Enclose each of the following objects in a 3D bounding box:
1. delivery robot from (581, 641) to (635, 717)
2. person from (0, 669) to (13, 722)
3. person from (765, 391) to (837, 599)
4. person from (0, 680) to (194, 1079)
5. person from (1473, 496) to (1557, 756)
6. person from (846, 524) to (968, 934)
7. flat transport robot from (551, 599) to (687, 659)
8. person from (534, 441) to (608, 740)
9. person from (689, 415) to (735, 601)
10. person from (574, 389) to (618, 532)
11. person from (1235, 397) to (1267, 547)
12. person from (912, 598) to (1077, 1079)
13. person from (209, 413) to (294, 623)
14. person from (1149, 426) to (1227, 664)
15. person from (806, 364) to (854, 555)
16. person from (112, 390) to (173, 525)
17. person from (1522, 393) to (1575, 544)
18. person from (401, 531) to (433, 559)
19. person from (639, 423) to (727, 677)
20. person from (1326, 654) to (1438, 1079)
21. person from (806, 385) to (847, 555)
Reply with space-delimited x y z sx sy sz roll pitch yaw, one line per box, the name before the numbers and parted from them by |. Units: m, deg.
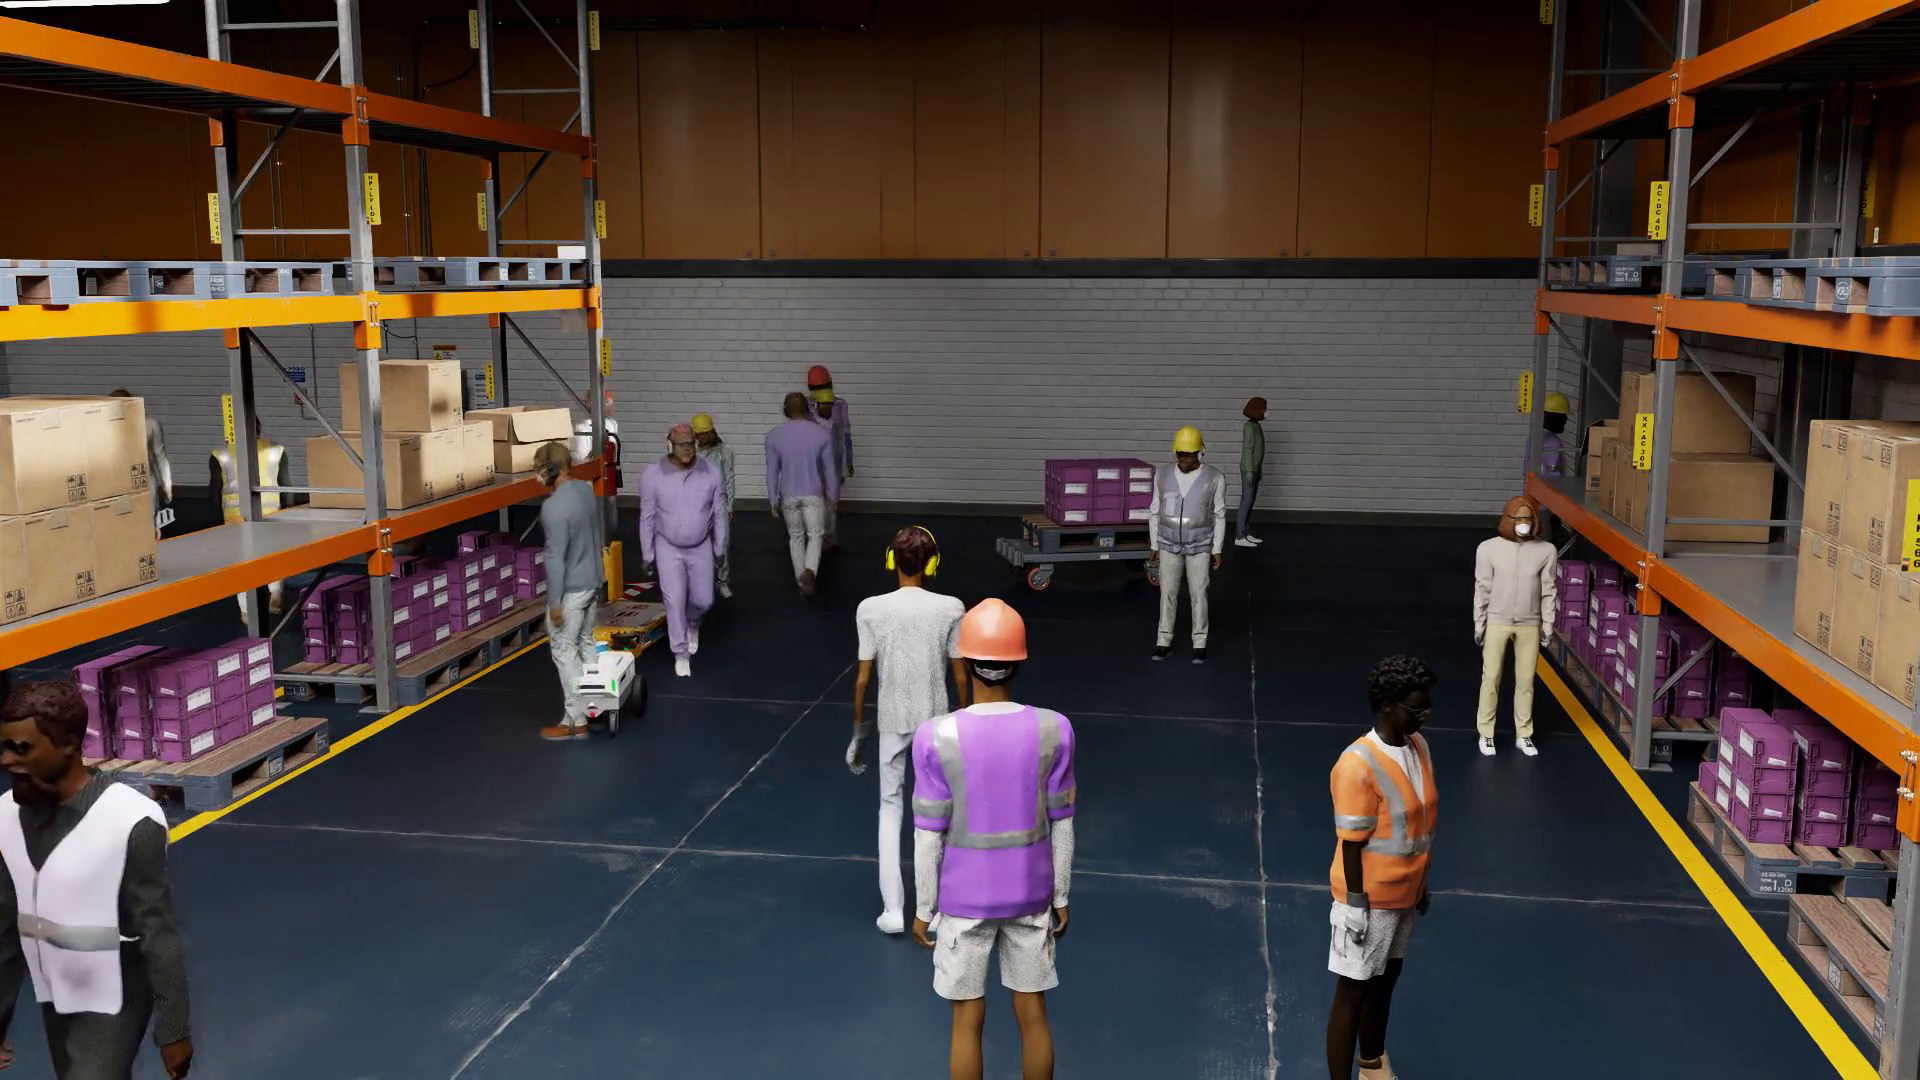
delivery robot | -2.358 0.908 10.926 0.477 0.478 0.707 0 9 -1
person | -5.837 0.528 9.724 0.611 1.804 0.473 -5 10 -28
person | -1.444 -0.394 15.128 0.643 1.909 0.741 0 9 0
person | -2.475 1.322 4.553 0.619 1.890 0.760 5 10 26
person | 3.410 0.532 10.255 0.497 1.623 0.279 1 9 6
person | -0.220 0.860 7.516 0.560 1.870 0.329 -1 9 -3
flat transport robot | -2.705 0.703 13.355 0.652 0.197 1.431 1 9 8
person | -2.486 0.324 10.623 0.410 1.918 0.650 2 9 9
person | -2.272 -0.288 15.045 0.487 1.703 0.563 -1 9 -4
person | -3.588 -0.549 16.175 0.559 1.863 0.598 4 10 24
person | 3.177 -0.734 18.094 0.288 1.612 0.502 4 10 21
person | 0.104 1.151 5.463 0.543 1.939 0.360 -2 9 -11
person | -5.999 -0.194 14.100 0.652 1.825 0.506 -5 10 -28
person | 1.723 0.038 12.690 0.589 1.822 0.402 3 10 19
person | -1.449 -0.863 17.643 0.646 2.014 0.620 -3 10 -19
person | -7.785 -0.471 15.687 0.668 1.896 0.911 -6 11 -31
person | 5.161 -0.331 14.645 0.384 1.922 0.594 0 9 -3
person | -5.038 -0.417 15.215 0.559 1.918 0.760 6 11 31
person | -2.079 0.050 12.444 0.662 1.886 0.614 -3 10 -19
person | 1.476 1.221 5.786 0.320 1.693 0.514 8 12 40
person | -1.509 -0.753 17.640 0.592 1.808 0.686 -6 11 -35
